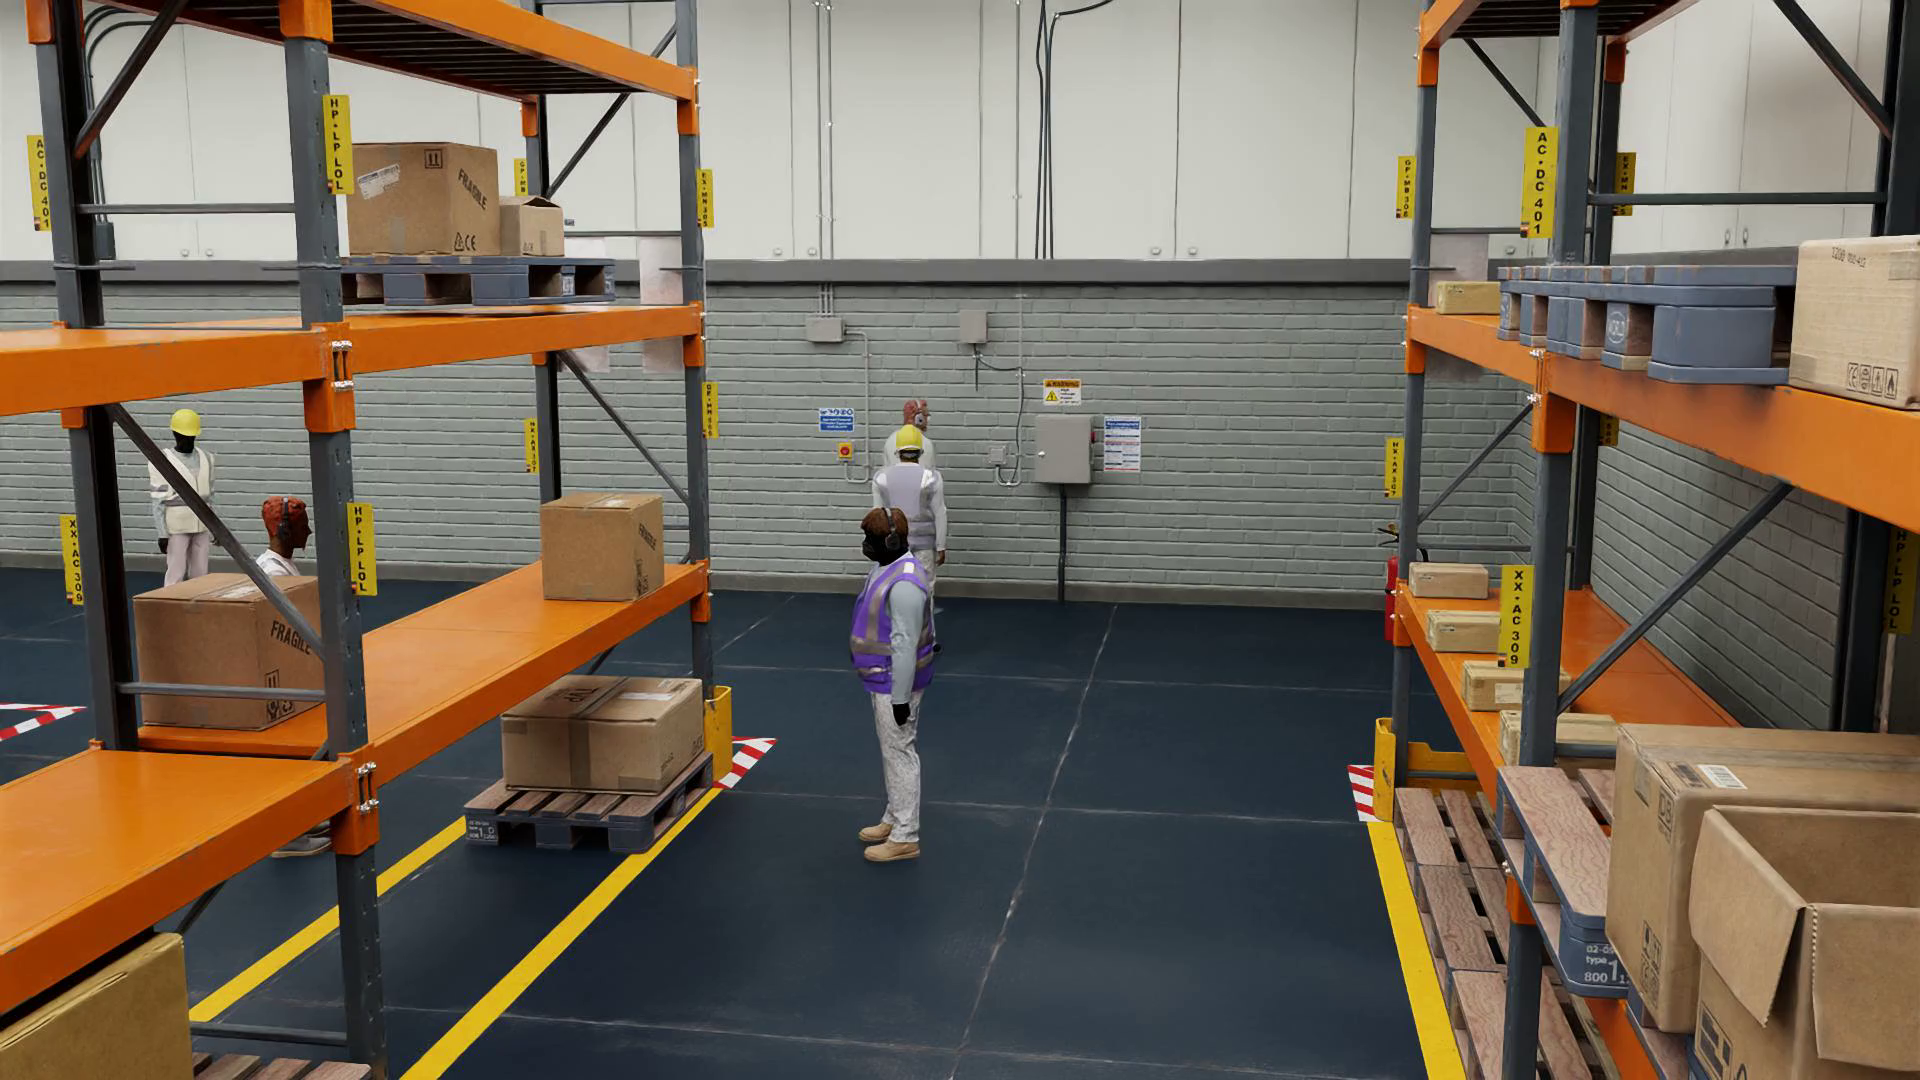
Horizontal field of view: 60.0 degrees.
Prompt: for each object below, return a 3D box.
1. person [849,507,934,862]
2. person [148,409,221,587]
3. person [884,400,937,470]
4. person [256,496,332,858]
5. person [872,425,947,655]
[{"bbox_3d":[-0.354,0.734,8.616,0.429,1.837,0.626,-2,9,-9],"label":"person"},{"bbox_3d":[-6.268,-0.106,13.529,0.381,1.918,0.584,5,10,26],"label":"person"},{"bbox_3d":[-0.422,-0.282,14.748,0.510,1.917,0.679,-6,11,-33],"label":"person"},{"bbox_3d":[-3.502,0.704,8.664,0.359,1.880,0.575,-3,10,-20],"label":"person"},{"bbox_3d":[-0.384,0.013,13.050,0.591,1.835,0.403,2,9,12],"label":"person"}]
